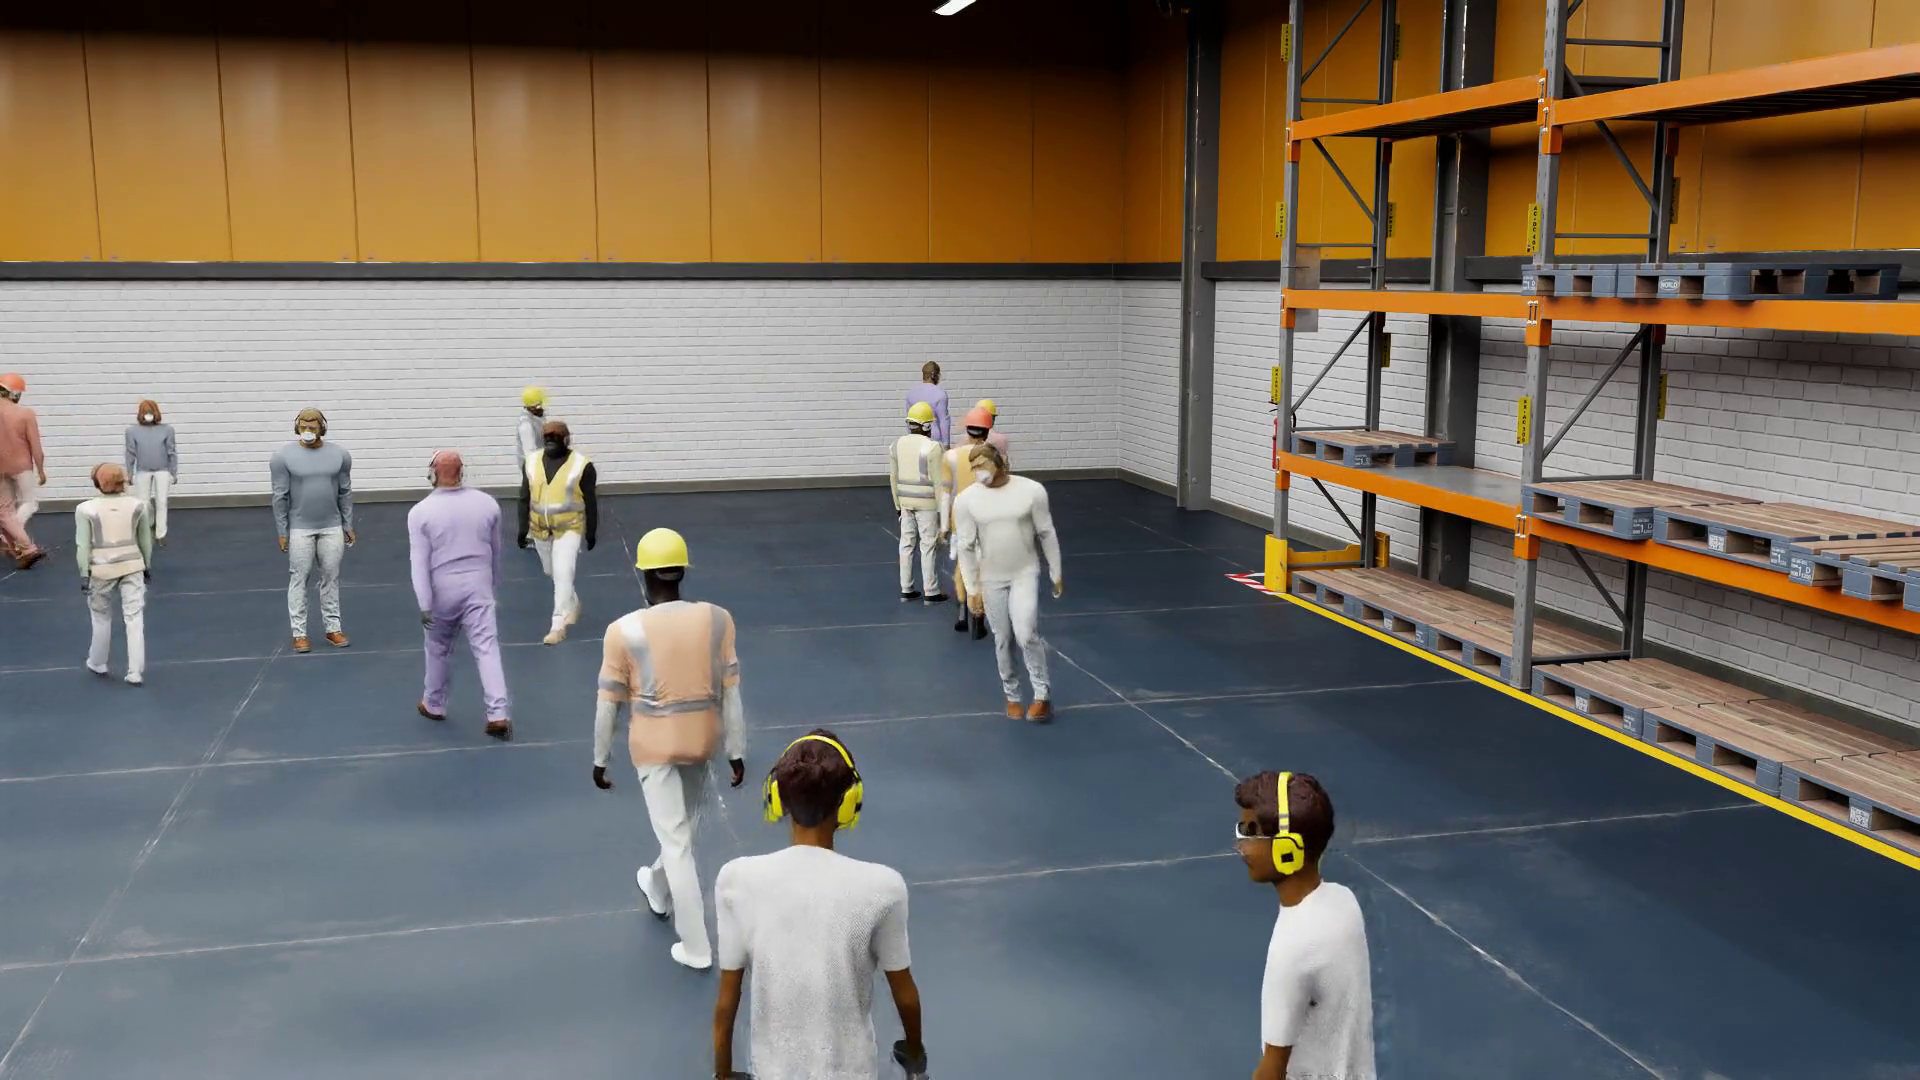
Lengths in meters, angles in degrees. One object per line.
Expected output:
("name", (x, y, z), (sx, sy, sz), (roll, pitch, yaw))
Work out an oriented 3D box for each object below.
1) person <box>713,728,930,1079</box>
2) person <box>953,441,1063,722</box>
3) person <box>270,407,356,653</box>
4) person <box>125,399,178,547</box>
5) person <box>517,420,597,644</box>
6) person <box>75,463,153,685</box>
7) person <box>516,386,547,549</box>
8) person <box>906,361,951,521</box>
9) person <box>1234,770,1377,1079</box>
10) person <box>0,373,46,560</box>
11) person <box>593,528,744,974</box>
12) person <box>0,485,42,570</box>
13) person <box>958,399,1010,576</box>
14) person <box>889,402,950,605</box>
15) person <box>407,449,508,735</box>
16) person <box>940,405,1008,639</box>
("person", (-0.349, 1.384, 4.358), (0.512, 1.818, 0.988), (2, 9, 12))
("person", (0.315, 0.285, 11.031), (0.721, 1.890, 0.512), (1, 9, 8))
("person", (-5.112, -0.088, 13.199), (0.629, 1.937, 0.378), (-7, 11, -37))
("person", (-8.853, -0.744, 18.249), (0.516, 1.618, 0.455), (-4, 10, -24))
("person", (-3.289, -0.105, 13.731), (0.618, 1.809, 0.944), (2, 9, 12))
("person", (-6.203, 0.233, 12.174), (0.542, 1.603, 0.791), (-8, 12, -41))
("person", (-4.617, -0.793, 18.121), (0.406, 1.779, 0.663), (-1, 9, -5))
("person", (-0.365, -1.179, 20.021), (0.627, 1.934, 0.371), (7, 12, 38))
("person", (0.927, 1.449, 4.030), (1.017, 1.812, 0.480), (3, 9, 16))
("person", (-9.821, -0.738, 17.178), (0.638, 1.966, 0.673), (1, 9, 4))
("person", (-1.318, 0.880, 7.313), (0.616, 1.876, 0.958), (-6, 11, -34))
("person", (-9.734, -0.594, 16.563), (0.954, 1.872, 0.641), (-1, 9, -5))
("person", (0.237, -0.487, 16.234), (0.523, 1.763, 0.329), (3, 10, 19))
("person", (-0.352, -0.331, 15.029), (0.589, 1.834, 0.403), (7, 11, 36))
("person", (-3.273, 0.334, 10.840), (0.637, 1.859, 1.035), (-6, 11, -35))
("person", (0.127, -0.144, 13.598), (0.570, 1.914, 0.412), (1, 9, 9))
